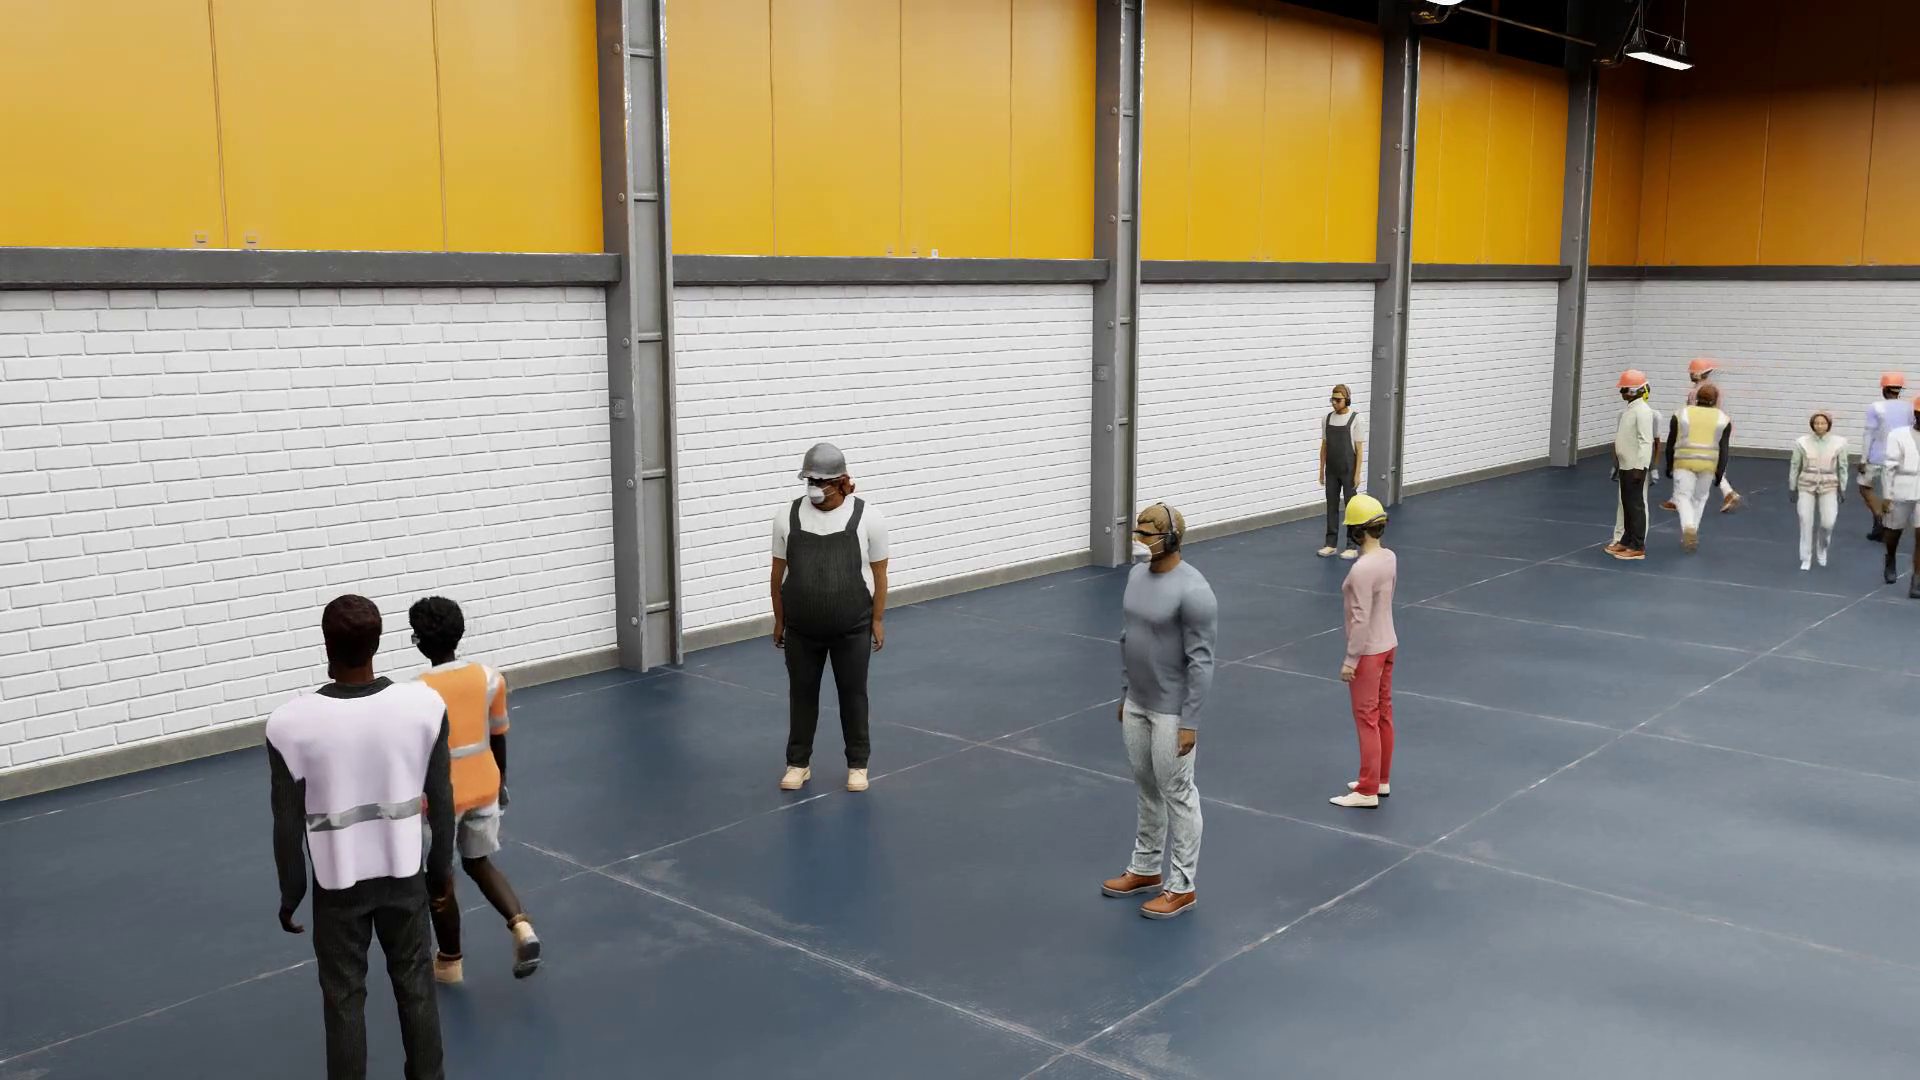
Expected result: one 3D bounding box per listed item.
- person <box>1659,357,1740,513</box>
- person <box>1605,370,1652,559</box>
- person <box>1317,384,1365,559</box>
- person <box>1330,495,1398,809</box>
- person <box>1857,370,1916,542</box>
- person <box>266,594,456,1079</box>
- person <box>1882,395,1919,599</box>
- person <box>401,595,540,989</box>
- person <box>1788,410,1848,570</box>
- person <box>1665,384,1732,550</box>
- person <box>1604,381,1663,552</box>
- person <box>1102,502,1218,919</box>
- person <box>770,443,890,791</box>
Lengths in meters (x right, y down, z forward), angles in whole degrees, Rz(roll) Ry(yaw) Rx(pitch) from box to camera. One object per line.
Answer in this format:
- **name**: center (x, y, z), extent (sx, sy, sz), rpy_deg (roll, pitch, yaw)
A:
- **person**: center (9.315, -1.310, 20.834), extent (0.622, 1.970, 0.900), rpy_deg (-7, 11, -37)
- **person**: center (7.050, -0.791, 17.483), extent (0.391, 1.987, 0.623), rpy_deg (1, 9, 7)
- **person**: center (4.011, -0.721, 17.524), extent (0.507, 1.841, 0.334), rpy_deg (8, 12, 42)
- **person**: center (2.268, 0.623, 9.325), extent (0.328, 1.762, 0.523), rpy_deg (6, 11, 33)
- **person**: center (10.283, -0.918, 18.473), extent (0.563, 1.928, 0.423), rpy_deg (0, 9, 1)
- **person**: center (-2.003, 1.131, 5.633), extent (0.591, 1.922, 0.390), rpy_deg (-5, 10, -30)
- **person**: center (8.932, -0.446, 15.581), extent (0.542, 1.913, 0.883), rpy_deg (4, 10, 23)
- **person**: center (-2.038, 1.060, 6.816), extent (0.545, 1.683, 0.532), rpy_deg (7, 11, 36)
- **person**: center (8.629, -0.494, 16.753), extent (0.536, 1.625, 0.359), rpy_deg (5, 10, 27)
- **person**: center (7.972, -0.779, 17.983), extent (0.634, 1.815, 0.781), rpy_deg (3, 9, 16)
- **person**: center (7.222, -0.778, 17.802), extent (0.331, 1.865, 0.519), rpy_deg (-8, 12, -42)
- **person**: center (0.935, 0.783, 7.759), extent (0.370, 1.941, 0.627), rpy_deg (-5, 10, -27)
- **person**: center (-0.762, 0.446, 9.559), extent (0.686, 2.000, 0.535), rpy_deg (1, 9, 5)
